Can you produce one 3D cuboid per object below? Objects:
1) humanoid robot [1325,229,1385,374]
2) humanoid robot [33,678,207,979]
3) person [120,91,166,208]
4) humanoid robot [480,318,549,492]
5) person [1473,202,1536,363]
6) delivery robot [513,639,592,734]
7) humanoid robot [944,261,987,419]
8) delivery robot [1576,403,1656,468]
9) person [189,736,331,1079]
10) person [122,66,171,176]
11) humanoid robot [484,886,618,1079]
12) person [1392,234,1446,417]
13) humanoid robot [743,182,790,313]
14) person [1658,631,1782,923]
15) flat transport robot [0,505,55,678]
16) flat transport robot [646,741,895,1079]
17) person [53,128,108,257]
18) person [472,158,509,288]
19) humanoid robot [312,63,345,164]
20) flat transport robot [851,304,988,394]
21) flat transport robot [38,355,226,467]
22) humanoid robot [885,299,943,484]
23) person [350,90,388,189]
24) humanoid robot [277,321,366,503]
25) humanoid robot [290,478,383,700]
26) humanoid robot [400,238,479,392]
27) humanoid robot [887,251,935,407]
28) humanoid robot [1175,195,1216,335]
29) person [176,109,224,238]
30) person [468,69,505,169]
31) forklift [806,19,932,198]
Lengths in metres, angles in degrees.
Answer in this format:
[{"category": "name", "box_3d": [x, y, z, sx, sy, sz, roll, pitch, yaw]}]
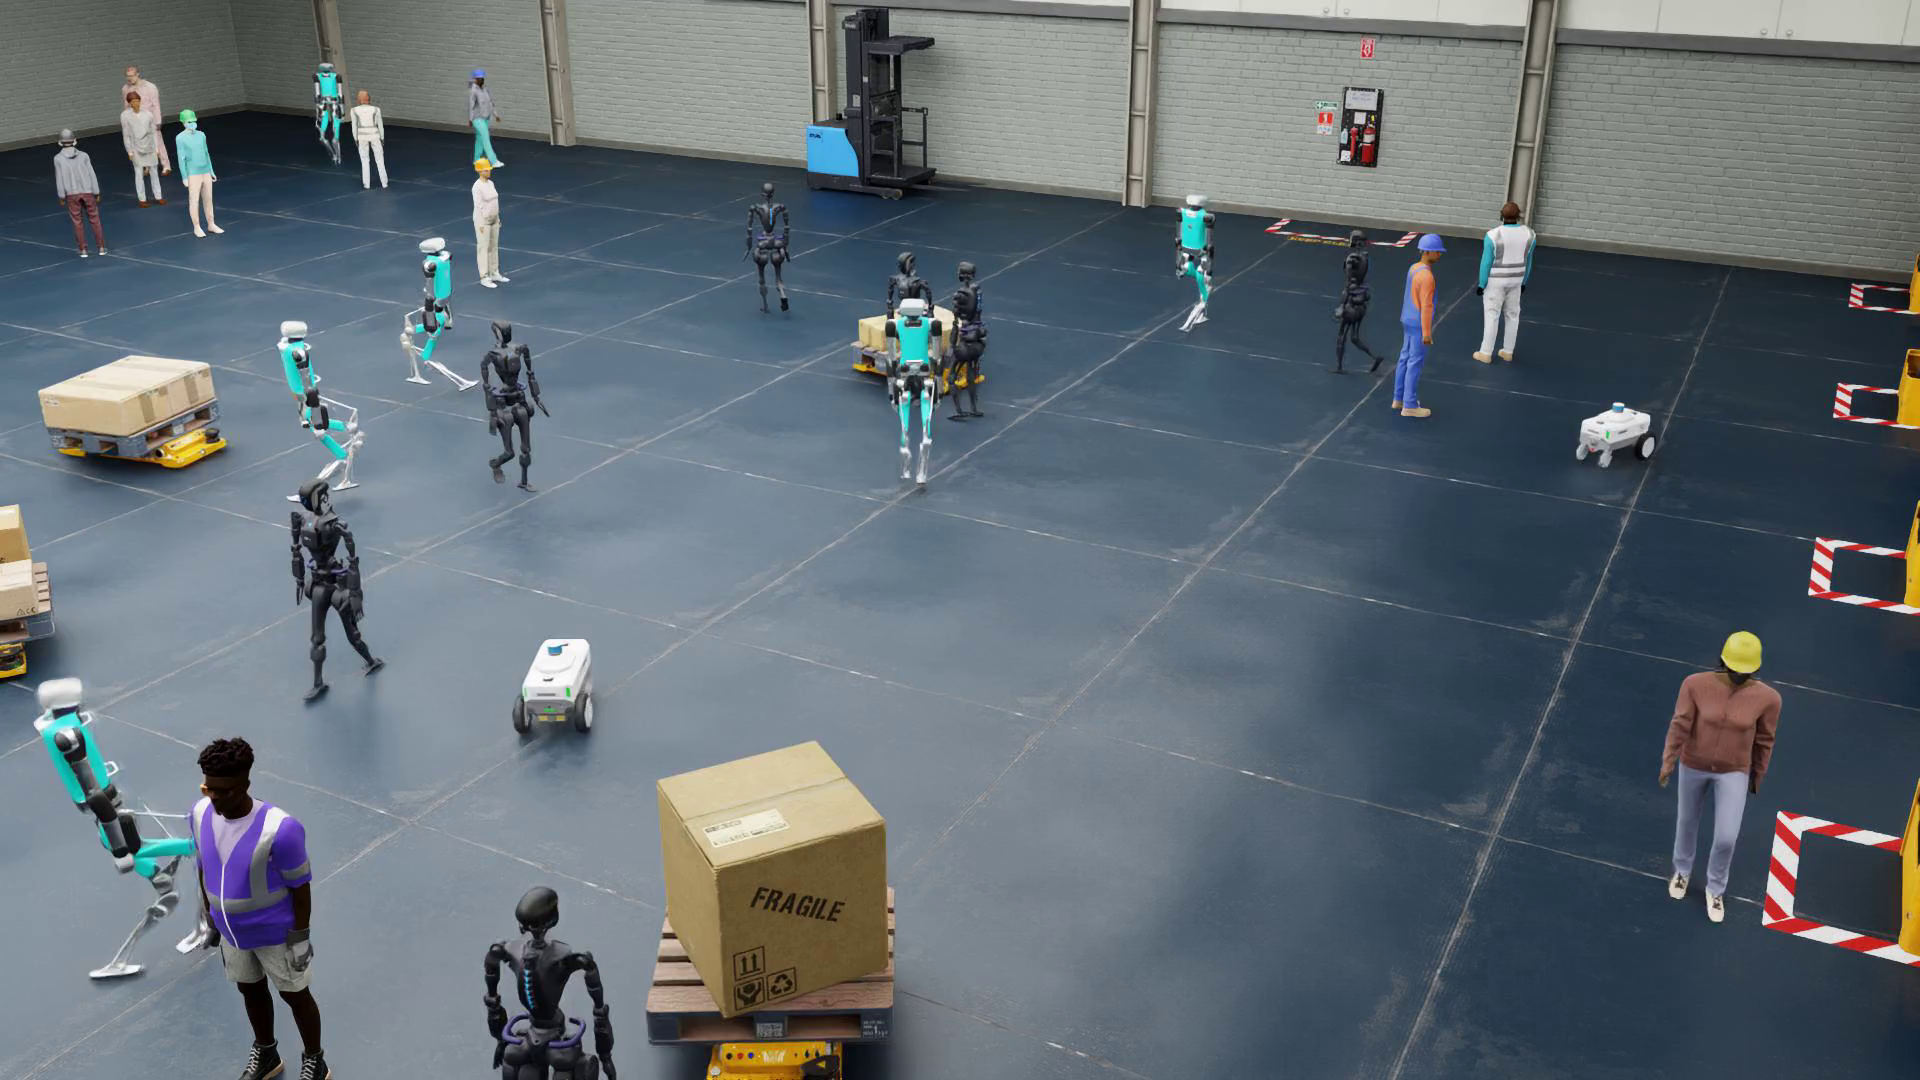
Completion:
[{"category": "humanoid robot", "box_3d": [4.445, -2.630, 18.520, 0.562, 1.644, 0.596, 14, 27, 30]}, {"category": "humanoid robot", "box_3d": [-4.320, 1.474, 8.879, 0.893, 1.767, 0.610, -18, 29, -36]}, {"category": "person", "box_3d": [-13.209, -6.311, 26.881, 0.514, 1.828, 0.360, -17, 28, -34]}, {"category": "humanoid robot", "box_3d": [-4.144, -1.254, 15.309, 0.481, 1.646, 0.599, 19, 30, 37]}, {"category": "person", "box_3d": [6.200, -2.940, 19.021, 0.623, 1.841, 0.431, -4, 24, -10]}, {"category": "delivery robot", "box_3d": [-2.782, 0.986, 11.501, 0.499, 0.591, 0.781, 0, 23, -1]}, {"category": "humanoid robot", "box_3d": [0.052, -2.067, 17.182, 0.363, 1.649, 0.603, 14, 27, 29]}, {"category": "delivery robot", "box_3d": [6.410, -1.045, 16.245, 0.782, 0.603, 0.499, -15, 28, -31]}, {"category": "person", "box_3d": [-3.306, 1.803, 7.817, 0.602, 1.966, 0.368, 7, 24, 16]}, {"category": "person", "box_3d": [-14.348, -7.352, 29.229, 0.652, 1.892, 0.397, 1, 23, 3]}, {"category": "humanoid robot", "box_3d": [-1.777, 2.220, 7.207, 0.590, 1.650, 0.329, 3, 23, 7]}, {"category": "person", "box_3d": [4.777, -2.239, 17.301, 0.364, 1.906, 0.533, -2, 23, -5]}, {"category": "humanoid robot", "box_3d": [-2.404, -3.645, 20.879, 0.601, 1.645, 0.526, -9, 25, -21]}, {"category": "person", "box_3d": [4.193, 1.301, 9.264, 0.542, 1.750, 0.571, 12, 26, 26]}, {"category": "flat transport robot", "box_3d": [-7.448, 0.727, 12.471, 0.659, 0.231, 1.431, -12, 26, -26]}, {"category": "flat transport robot", "box_3d": [-0.943, 2.372, 8.640, 0.659, 0.231, 1.431, -1, 23, -2]}, {"category": "person", "box_3d": [-12.584, -4.960, 23.751, 0.540, 1.814, 0.364, -14, 27, -29]}, {"category": "person", "box_3d": [-6.318, -4.247, 22.238, 0.320, 1.698, 0.473, 7, 24, 15]}, {"category": "humanoid robot", "box_3d": [-11.543, -7.708, 30.390, 0.540, 1.898, 0.693, 0, 23, 0]}, {"category": "flat transport robot", "box_3d": [-0.468, -1.935, 18.668, 1.431, 0.231, 0.659, 20, 30, 39]}, {"category": "flat transport robot", "box_3d": [-8.078, -0.963, 16.406, 1.431, 0.231, 0.659, 7, 24, 15]}, {"category": "humanoid robot", "box_3d": [-0.416, -1.276, 15.298, 0.543, 1.800, 0.828, 0, 23, -1]}, {"category": "person", "box_3d": [-10.040, -6.801, 28.272, 0.508, 1.630, 0.314, -8, 24, -18]}, {"category": "humanoid robot", "box_3d": [-5.700, -1.144, 14.928, 0.937, 1.732, 0.559, -16, 28, -33]}, {"category": "humanoid robot", "box_3d": [-4.443, 0.306, 11.722, 0.584, 1.629, 0.683, 8, 24, 18]}, {"category": "humanoid robot", "box_3d": [-5.752, -2.384, 17.874, 1.053, 1.739, 0.549, 3, 23, 7]}, {"category": "humanoid robot", "box_3d": [-0.513, -2.253, 17.619, 0.611, 1.644, 0.372, 12, 26, 26]}, {"category": "humanoid robot", "box_3d": [2.910, -3.321, 20.036, 0.548, 1.733, 1.015, 19, 30, 38]}, {"category": "person", "box_3d": [-11.427, -5.503, 24.940, 0.349, 1.872, 0.533, 14, 27, 29]}, {"category": "person", "box_3d": [-8.516, -7.557, 29.891, 0.878, 1.737, 0.553, 8, 24, 18]}, {"category": "forklift", "box_3d": [-1.573, -7.292, 27.850, 1.873, 2.768, 1.129, 12, 26, 25]}]
